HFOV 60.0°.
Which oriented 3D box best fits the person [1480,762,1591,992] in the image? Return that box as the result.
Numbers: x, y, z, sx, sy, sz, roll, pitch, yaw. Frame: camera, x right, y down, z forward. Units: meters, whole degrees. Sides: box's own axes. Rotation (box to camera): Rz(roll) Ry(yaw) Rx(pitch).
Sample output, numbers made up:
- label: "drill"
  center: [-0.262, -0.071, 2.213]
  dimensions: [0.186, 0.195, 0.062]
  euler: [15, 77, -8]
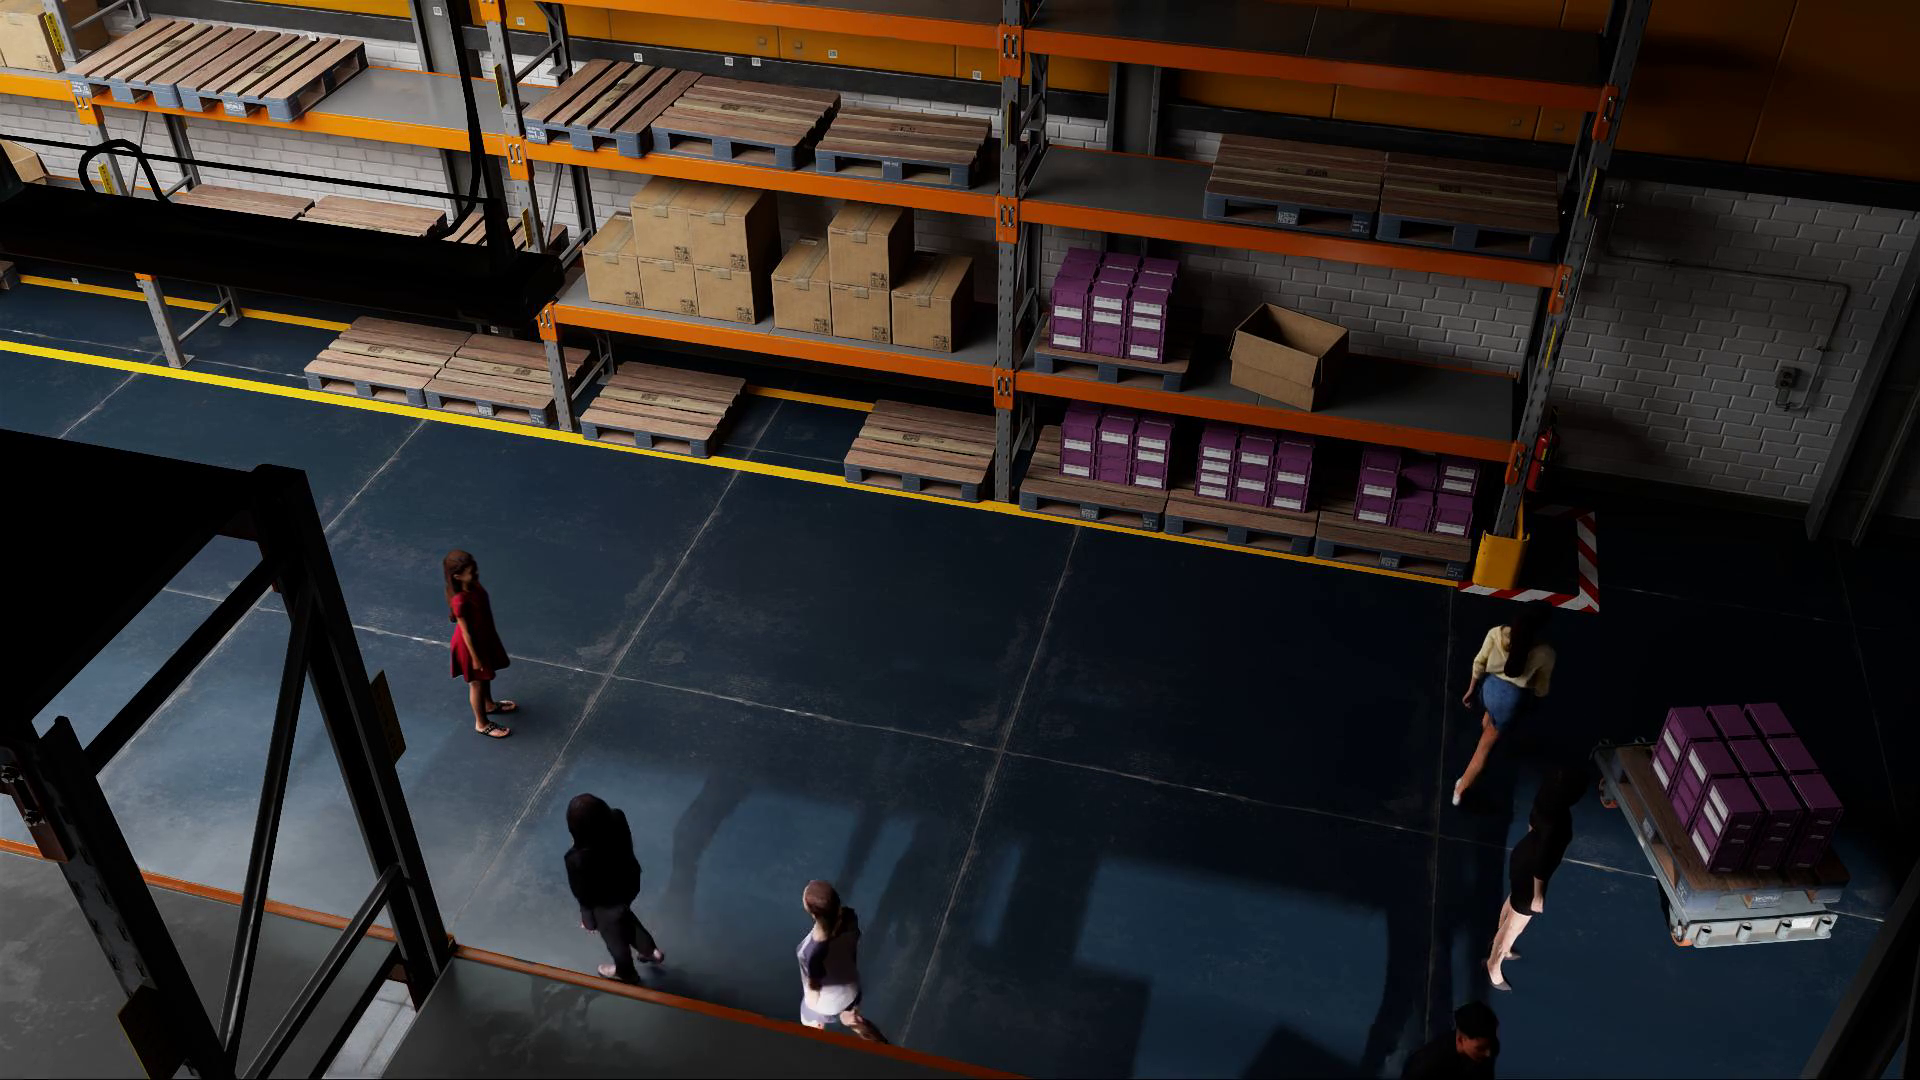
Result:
- label: "person"
  center: [3.328, 1.942, 9.723]
  dimensions: [0.485, 1.804, 0.611]
  euler: [11, 40, 14]

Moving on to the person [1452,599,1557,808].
- label: "person"
  center: [3.544, 1.116, 10.946]
  dimensions: [1.150, 1.569, 0.969]
  euler: [22, 44, 25]

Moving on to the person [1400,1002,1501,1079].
- label: "person"
  center: [2.372, 2.886, 8.568]
  dimensions: [1.216, 1.771, 1.166]
  euler: [-13, 40, -15]

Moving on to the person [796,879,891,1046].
- label: "person"
  center: [-0.630, 2.506, 9.064]
  dimensions: [1.042, 1.746, 0.793]
  euler: [25, 45, 28]

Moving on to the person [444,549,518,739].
- label: "person"
  center: [-3.355, 0.684, 11.500]
  dimensions: [0.681, 1.552, 0.624]
  euler: [-2, 39, -2]

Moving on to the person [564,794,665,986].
- label: "person"
  center: [-1.971, 2.071, 9.720]
  dimensions: [0.673, 1.607, 0.664]
  euler: [11, 40, 14]
